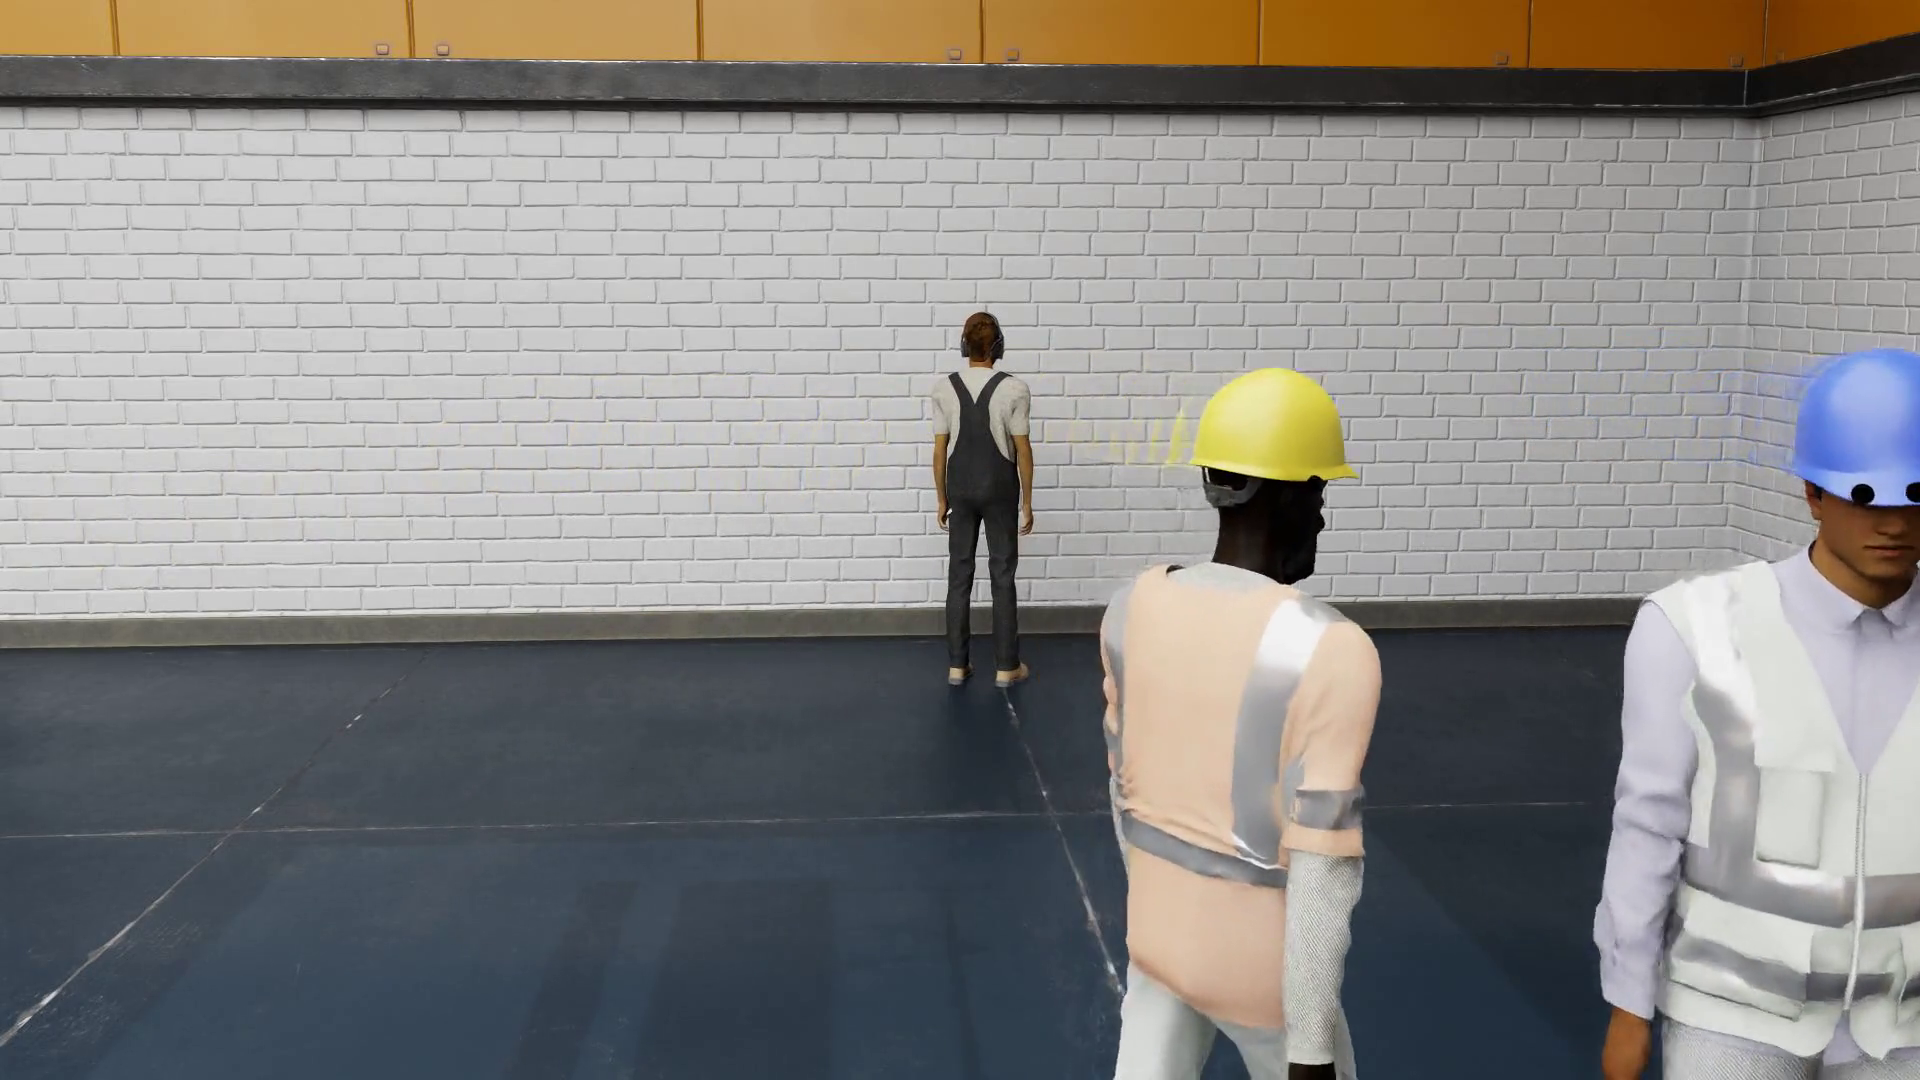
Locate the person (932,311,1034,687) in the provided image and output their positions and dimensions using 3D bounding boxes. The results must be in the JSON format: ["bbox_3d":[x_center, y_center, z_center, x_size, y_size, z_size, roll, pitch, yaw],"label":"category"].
[{"bbox_3d":[0.115,-0.193,8.183,0.508,1.846,0.345,2,9,15],"label":"person"}]

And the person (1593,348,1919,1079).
[{"bbox_3d":[1.277,0.671,2.508,0.654,1.923,0.599,2,9,10],"label":"person"}]

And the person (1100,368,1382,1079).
[{"bbox_3d":[0.433,0.657,2.757,0.979,1.882,0.603,-7,11,-37],"label":"person"}]
